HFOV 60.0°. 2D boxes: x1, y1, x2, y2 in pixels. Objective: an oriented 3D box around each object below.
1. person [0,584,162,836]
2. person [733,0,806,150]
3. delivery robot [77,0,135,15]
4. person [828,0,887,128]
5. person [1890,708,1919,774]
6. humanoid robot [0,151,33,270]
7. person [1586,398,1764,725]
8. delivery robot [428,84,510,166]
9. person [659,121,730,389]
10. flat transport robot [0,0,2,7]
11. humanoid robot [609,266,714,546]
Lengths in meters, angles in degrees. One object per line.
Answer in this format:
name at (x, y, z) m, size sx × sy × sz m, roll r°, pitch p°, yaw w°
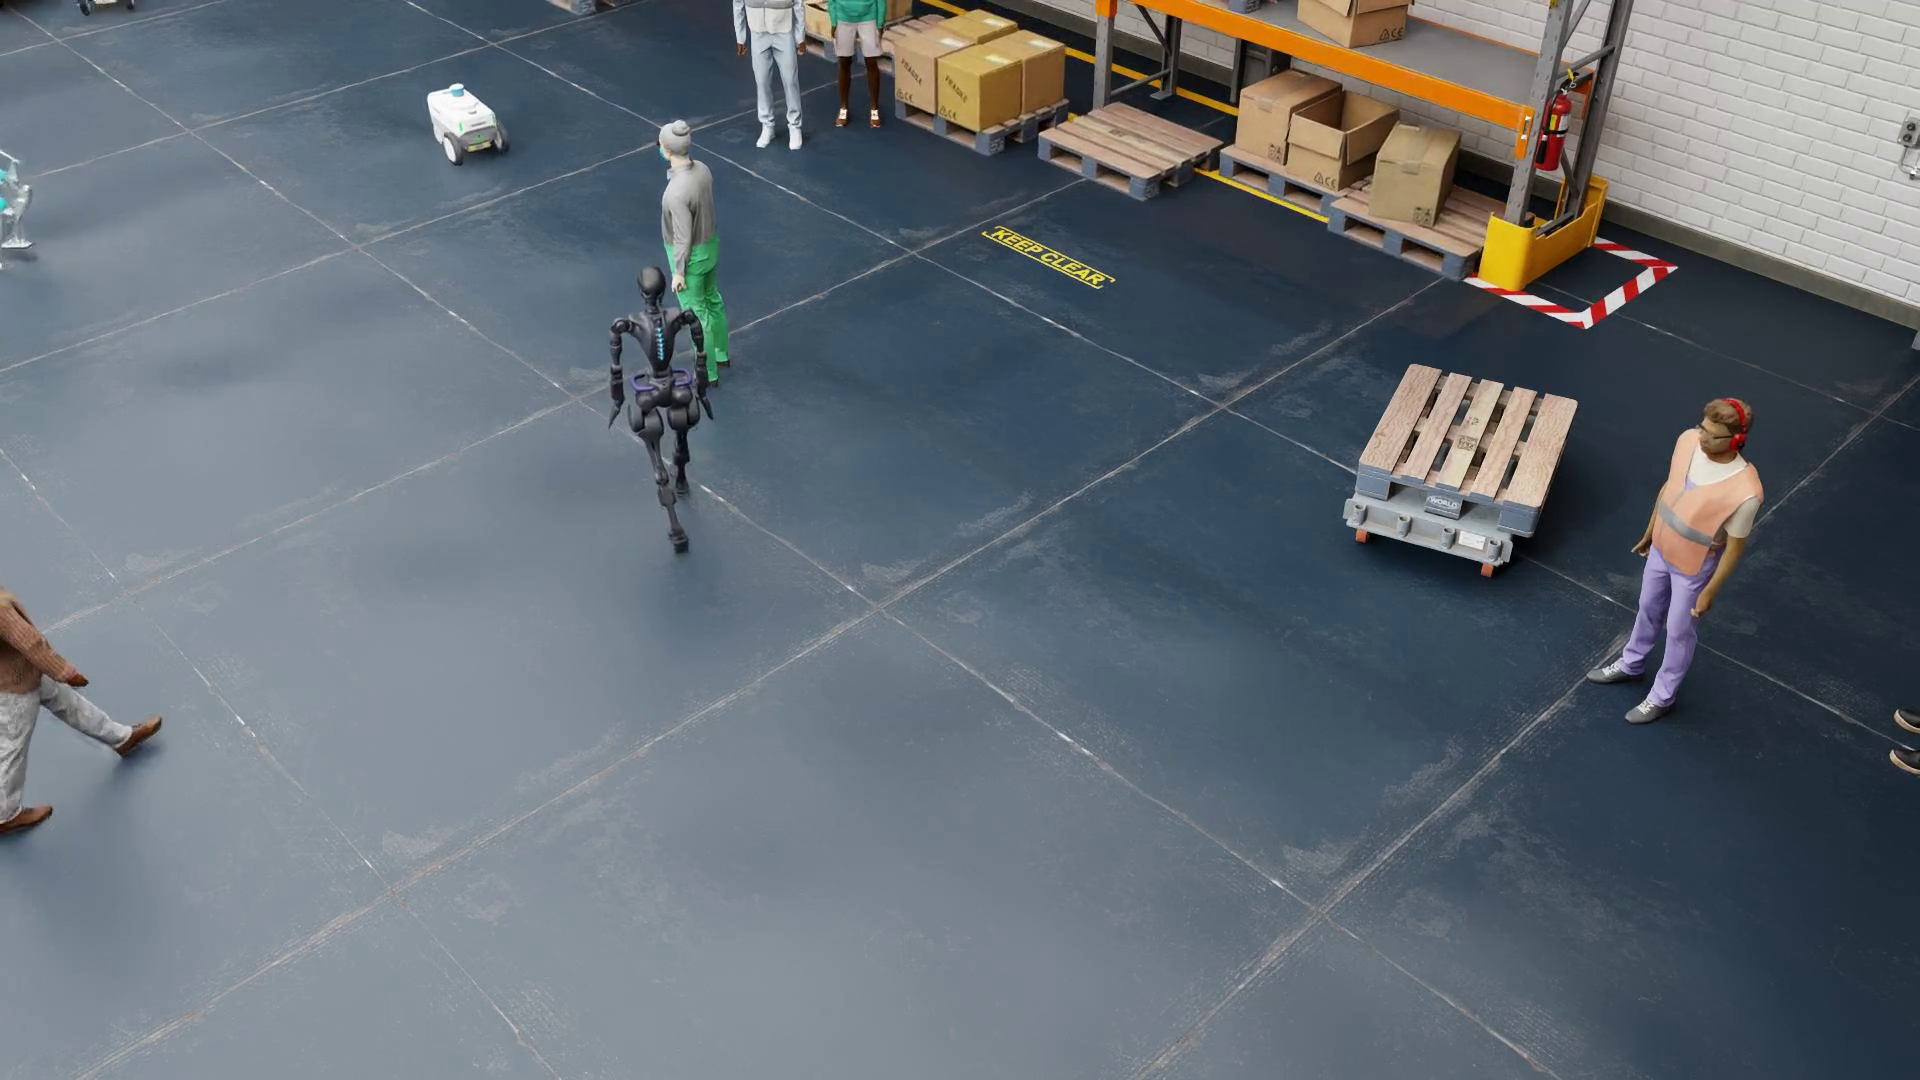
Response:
person at (-4.291, 0.591, 7.643) m, size 0.890 × 1.598 × 0.469 m, roll -30°, pitch 46°, yaw -34°
person at (-1.560, -4.176, 13.708) m, size 0.596 × 1.907 × 0.410 m, roll 2°, pitch 37°, yaw 3°
delivery robot at (-8.655, -5.666, 16.795) m, size 0.499 × 0.593 × 0.795 m, roll -12°, pitch 39°, yaw -15°
person at (-0.864, -4.422, 14.086) m, size 0.500 × 1.843 × 0.395 m, roll 2°, pitch 37°, yaw 2°
person at (4.832, 0.289, 7.744) m, size 0.364 × 1.964 × 0.609 m, roll 19°, pitch 41°, yaw 23°
humanoid robot at (-7.125, -2.778, 11.985) m, size 0.735 × 1.773 × 0.530 m, roll -8°, pitch 38°, yaw -10°
person at (3.535, 0.096, 8.098) m, size 0.391 × 1.845 × 0.563 m, roll -10°, pitch 38°, yaw -13°
delivery robot at (-4.158, -3.506, 13.953) m, size 0.499 × 0.612 × 0.816 m, roll -24°, pitch 43°, yaw -28°
person at (-1.719, -1.832, 10.653) m, size 0.325 × 1.841 × 0.524 m, roll 9°, pitch 38°, yaw 11°
flat transport robot at (-9.974, -5.708, 17.090) m, size 0.659 × 0.231 × 1.431 m, roll 7°, pitch 38°, yaw 10°
humanoid robot at (-1.713, -0.795, 9.465) m, size 0.601 × 1.636 × 0.792 m, roll -12°, pitch 39°, yaw -16°
